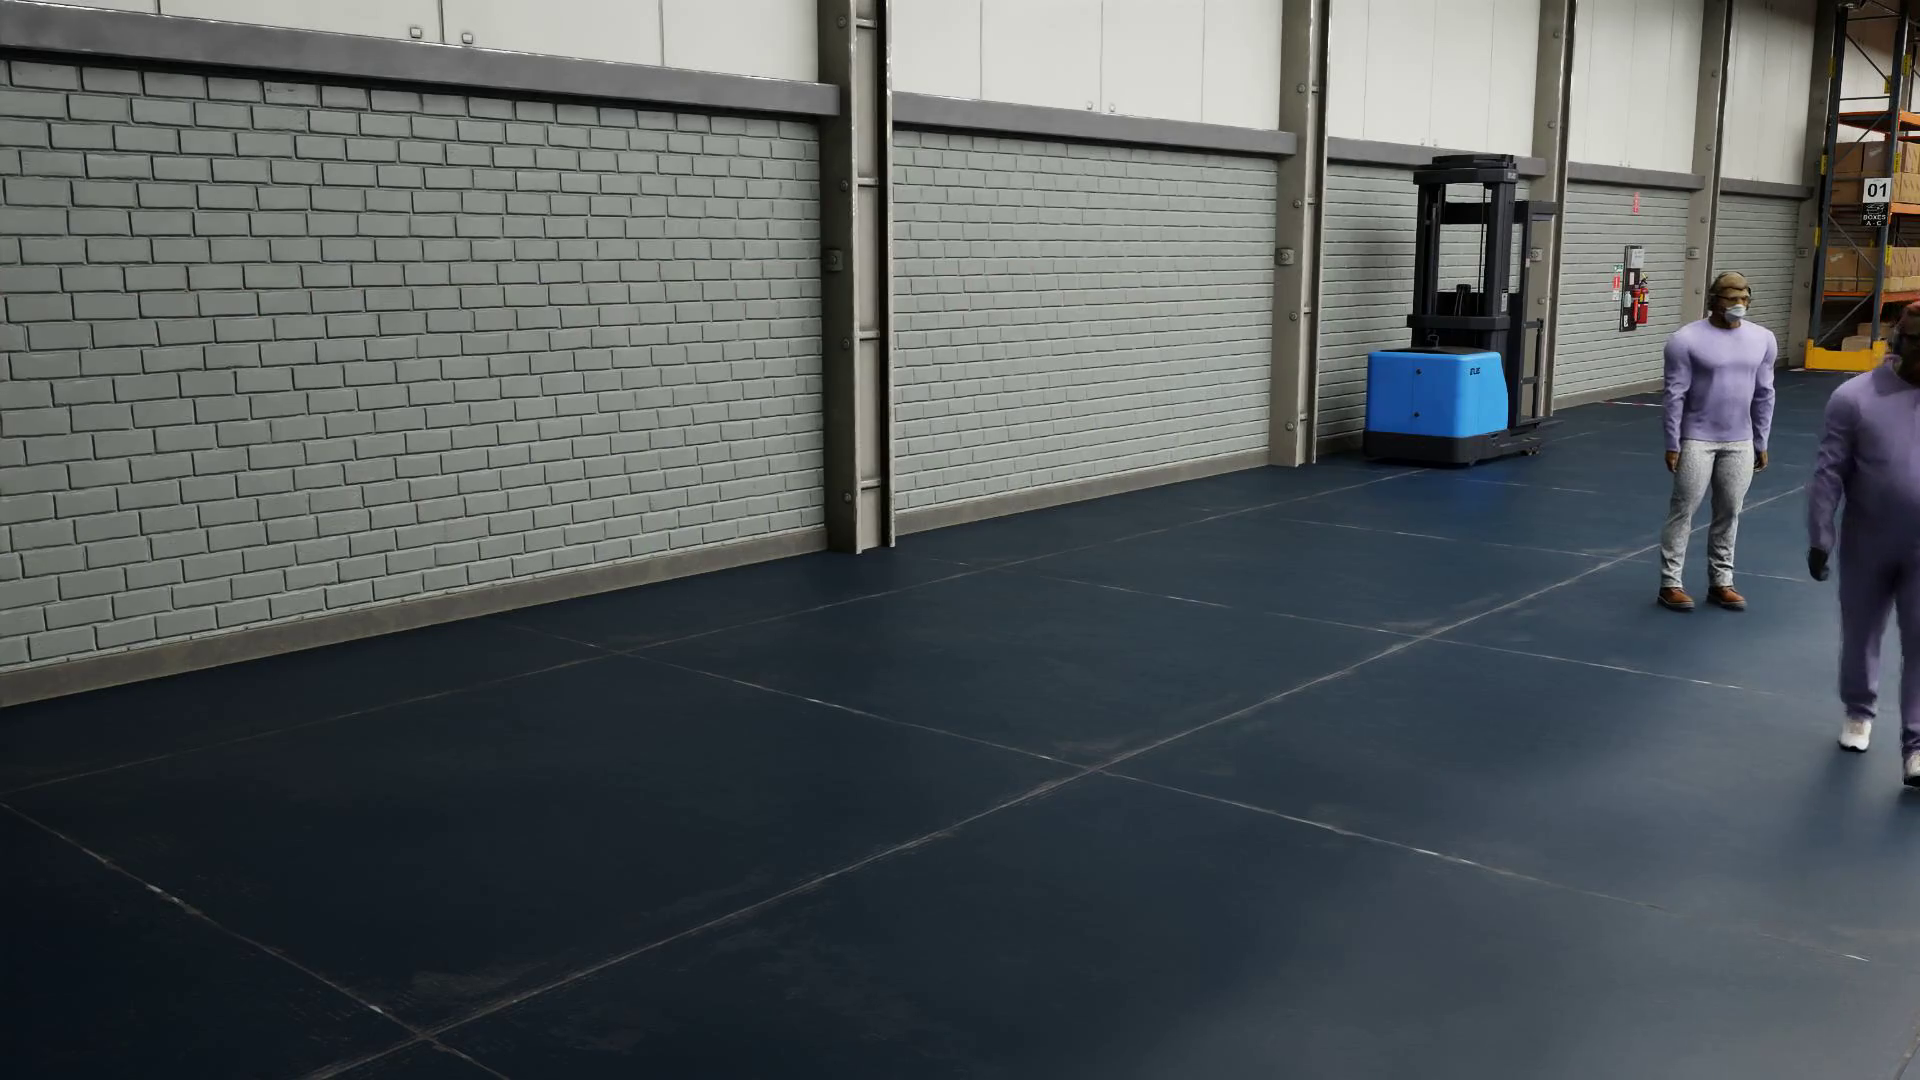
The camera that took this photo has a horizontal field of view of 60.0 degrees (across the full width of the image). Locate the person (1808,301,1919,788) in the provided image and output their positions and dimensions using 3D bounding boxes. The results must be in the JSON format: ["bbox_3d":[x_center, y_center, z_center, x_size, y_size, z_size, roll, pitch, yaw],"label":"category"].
[{"bbox_3d":[3.680,-0.002,6.511,0.658,1.852,0.969,5,11,29],"label":"person"}]

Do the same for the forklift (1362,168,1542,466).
[{"bbox_3d":[4.875,-2.212,16.287,1.129,2.768,1.873,8,13,40],"label":"forklift"}]

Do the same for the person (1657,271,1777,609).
[{"bbox_3d":[4.297,-0.559,9.475,0.625,1.930,0.375,0,10,-2],"label":"person"}]
